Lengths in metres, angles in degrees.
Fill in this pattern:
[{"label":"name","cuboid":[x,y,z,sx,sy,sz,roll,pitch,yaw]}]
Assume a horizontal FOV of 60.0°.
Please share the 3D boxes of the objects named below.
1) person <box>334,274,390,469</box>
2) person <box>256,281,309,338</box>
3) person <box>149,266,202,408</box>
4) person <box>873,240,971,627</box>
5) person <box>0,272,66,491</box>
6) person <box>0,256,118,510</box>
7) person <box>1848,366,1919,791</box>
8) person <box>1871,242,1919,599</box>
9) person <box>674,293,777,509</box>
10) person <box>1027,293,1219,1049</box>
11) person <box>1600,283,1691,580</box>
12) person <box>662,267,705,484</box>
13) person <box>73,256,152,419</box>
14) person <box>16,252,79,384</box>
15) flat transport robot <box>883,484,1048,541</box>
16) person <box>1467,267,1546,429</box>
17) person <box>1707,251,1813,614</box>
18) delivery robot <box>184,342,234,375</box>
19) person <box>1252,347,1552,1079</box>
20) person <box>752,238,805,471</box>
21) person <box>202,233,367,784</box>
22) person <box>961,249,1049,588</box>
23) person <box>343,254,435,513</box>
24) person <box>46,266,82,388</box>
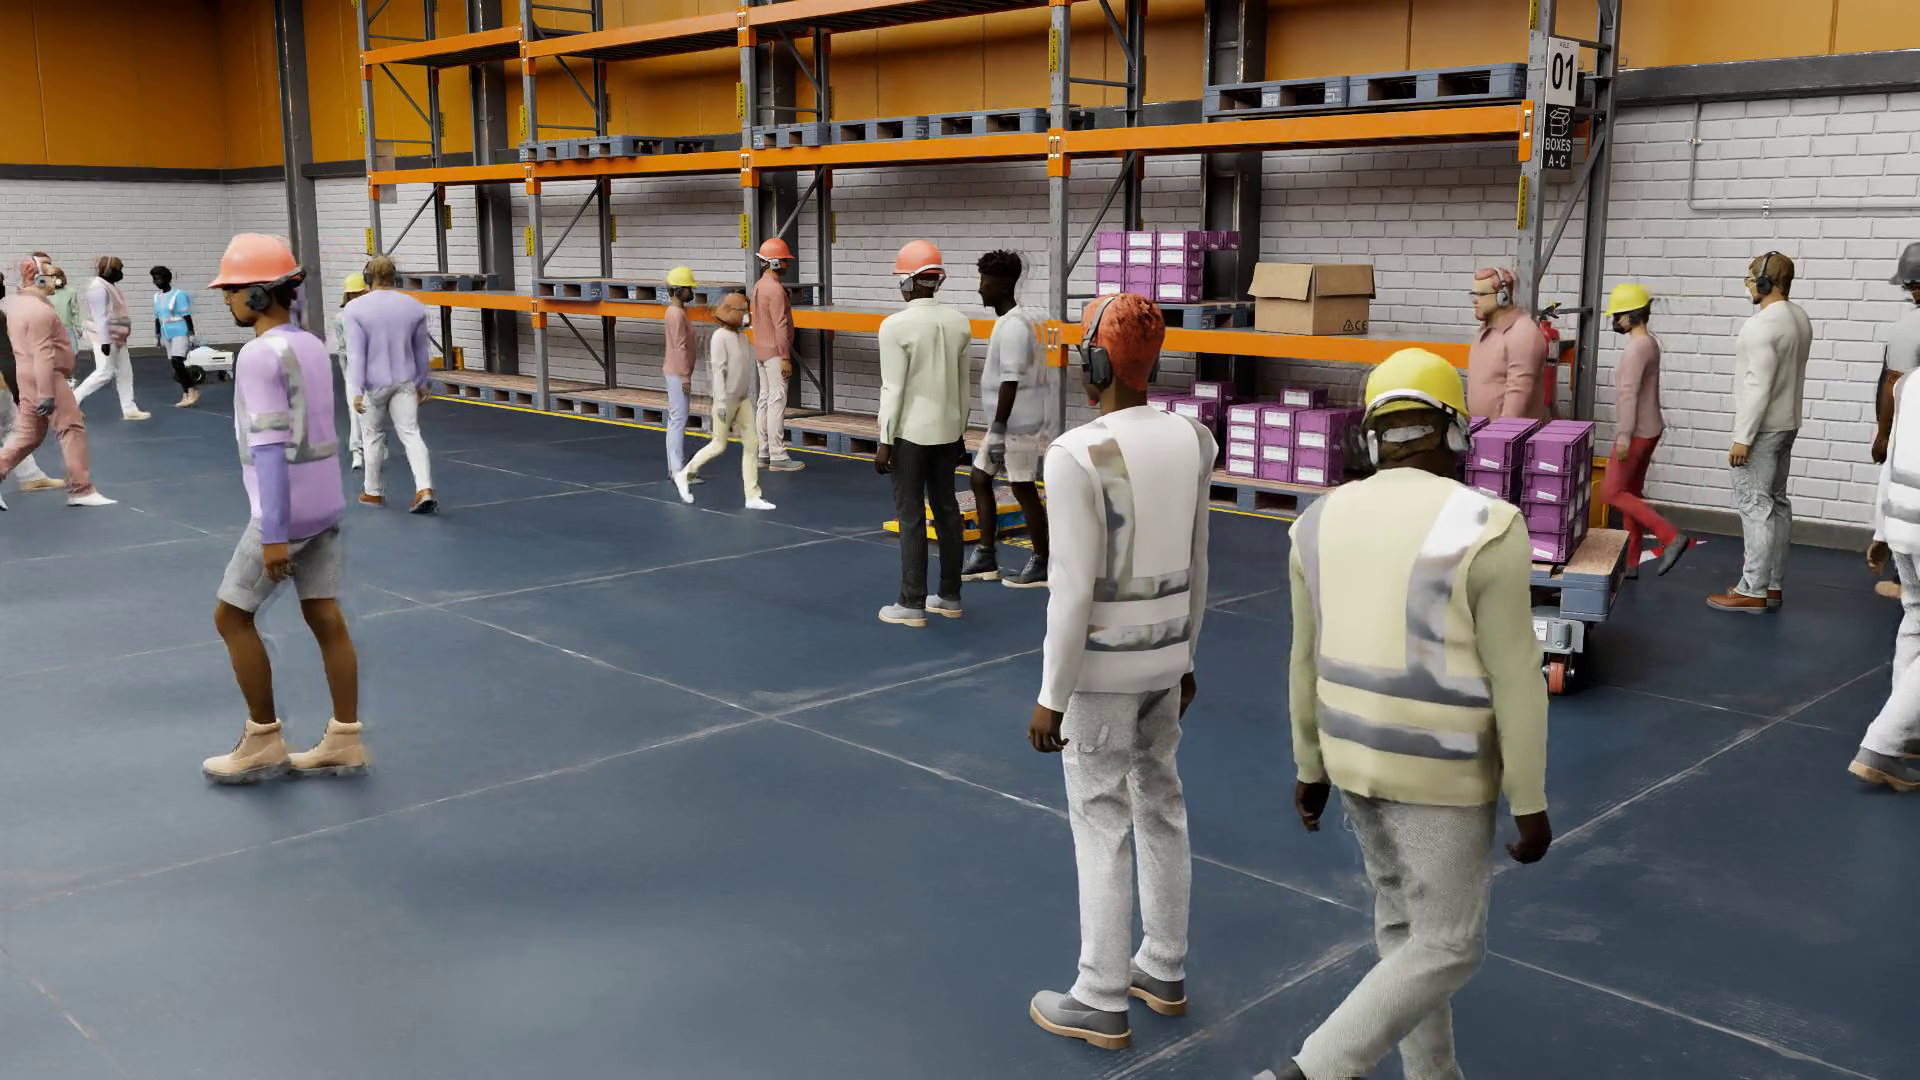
[{"label":"person","cuboid":[-5.257,-1.504,14.724,0.489,1.690,0.945,-2,11,-13]},{"label":"person","cuboid":[-8.082,-2.533,19.816,0.612,1.869,1.006,-5,11,-24]},{"label":"person","cuboid":[-9.185,-2.365,19.441,0.558,1.663,0.422,6,12,29]},{"label":"person","cuboid":[-0.203,-0.551,8.671,0.626,1.992,0.387,-10,14,-44]},{"label":"person","cuboid":[-7.485,-1.218,12.869,0.637,1.801,0.883,9,14,42]},{"label":"person","cuboid":[-6.836,-1.141,12.266,0.896,1.892,0.656,-10,14,-43]},{"label":"person","cuboid":[3.576,0.003,6.089,0.659,1.851,0.618,-1,10,-6]},{"label":"person","cuboid":[5.287,-0.655,9.115,0.714,2.000,0.542,-4,11,-20]},{"label":"person","cuboid":[-1.758,-1.029,12.341,0.763,1.604,0.518,5,11,23]},{"label":"person","cuboid":[0.400,0.329,4.176,0.587,1.882,0.342,-10,14,-44]},{"label":"person","cuboid":[3.959,-0.610,9.657,0.528,1.739,0.553,6,12,30]},{"label":"person","cuboid":[-2.273,-1.340,13.603,0.308,1.769,0.525,-3,11,-14]},{"label":"person","cuboid":[-9.363,-2.184,18.119,0.781,1.813,0.669,-2,11,-12]},{"label":"person","cuboid":[-12.252,-2.956,22.326,0.628,1.803,0.669,7,13,34]},{"label":"flat transport robot","cuboid":[0.217,-0.201,11.467,1.431,0.197,0.652,-10,14,-44]},{"label":"person","cuboid":[3.032,-0.598,9.350,0.962,1.844,0.639,-2,11,-12]},{"label":"person","cuboid":[4.318,-0.572,8.945,0.638,1.937,0.357,-10,14,-44]},{"label":"delivery robot","cuboid":[-10.334,-2.461,22.765,0.707,0.478,0.477,-10,15,-44]},{"label":"person","cuboid":[0.911,0.494,3.556,0.705,1.782,0.640,-6,12,-31]},{"label":"person","cuboid":[-1.595,-1.595,14.365,0.378,1.995,0.612,-5,12,-25]},{"label":"person","cuboid":[-2.569,-0.098,6.119,0.723,2.021,0.649,0,10,1]},{"label":"person","cuboid":[0.204,-0.679,9.513,0.769,1.934,0.637,-1,10,-3]},{"label":"person","cuboid":[-4.161,-1.142,12.189,0.647,1.898,1.012,-9,14,-41]},{"label":"person","cuboid":[-11.625,-2.717,21.487,0.524,1.618,0.363,-10,14,-43]}]
